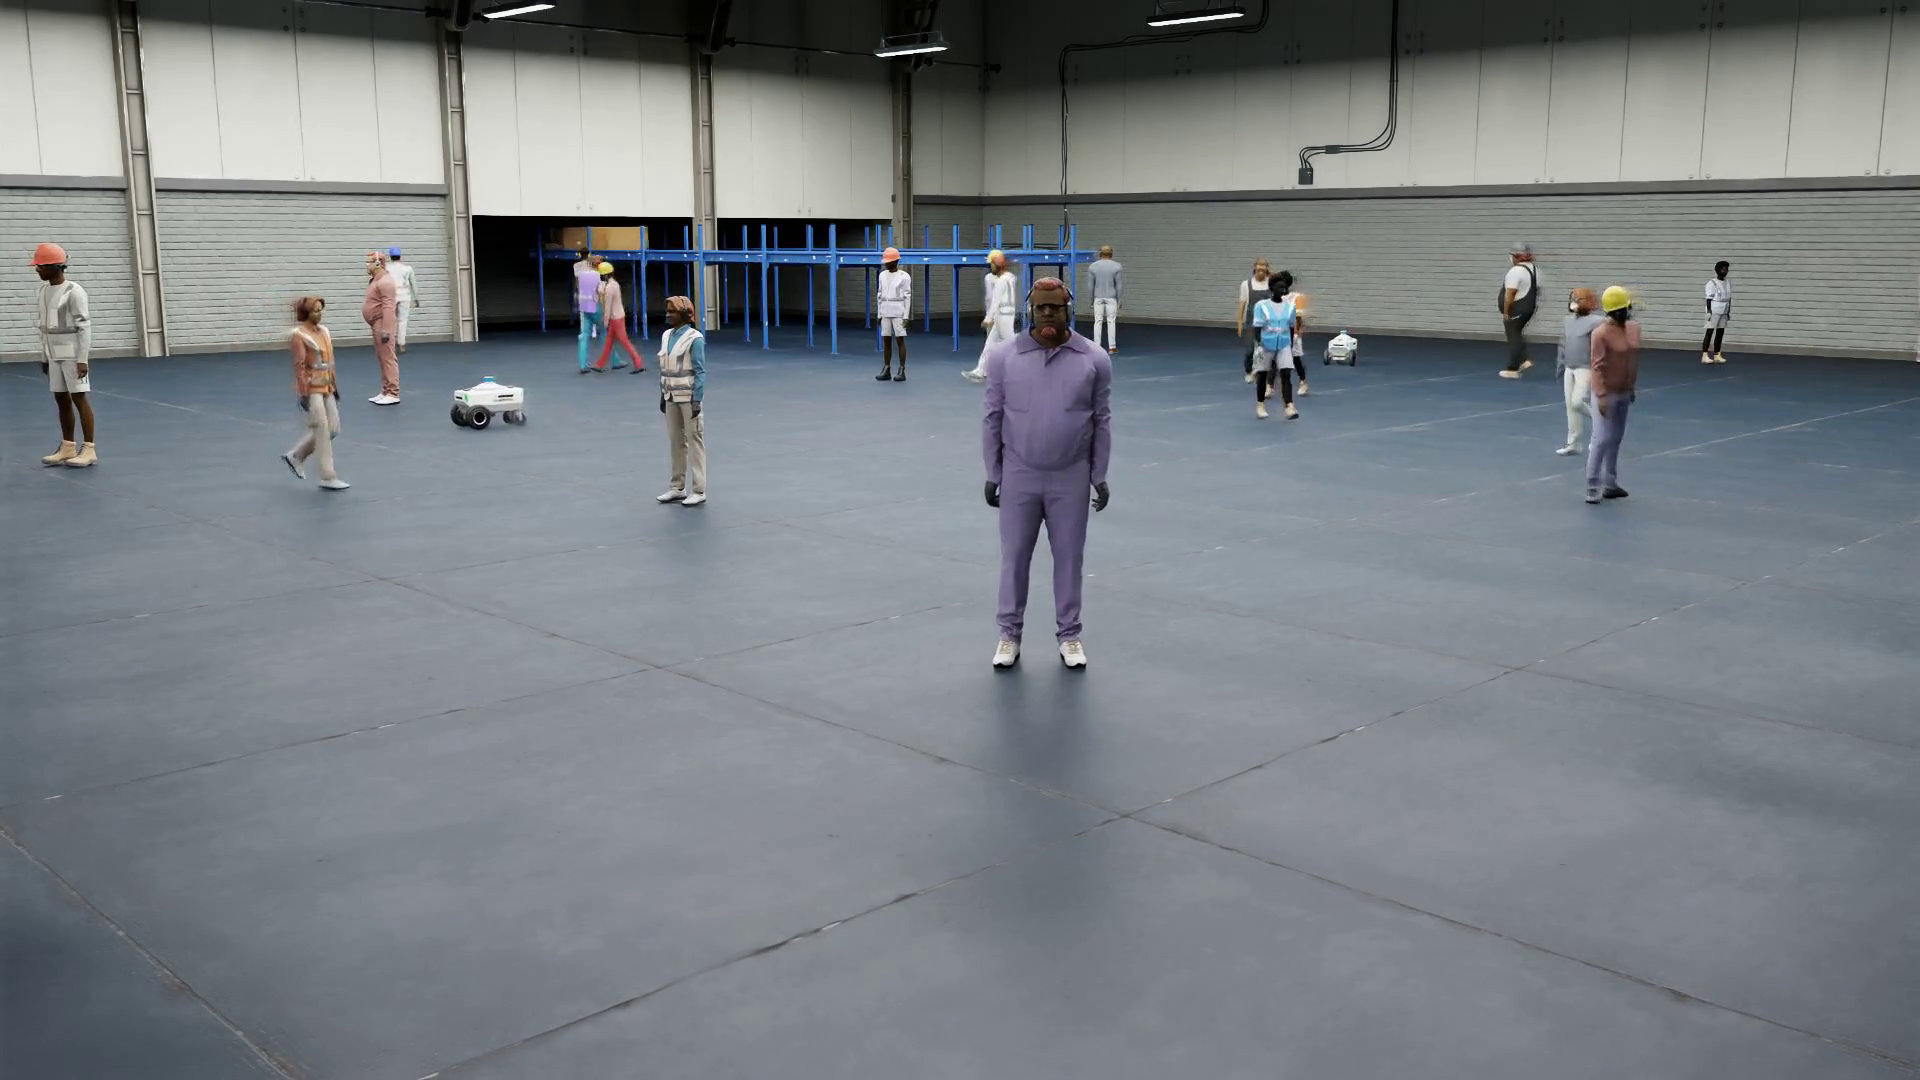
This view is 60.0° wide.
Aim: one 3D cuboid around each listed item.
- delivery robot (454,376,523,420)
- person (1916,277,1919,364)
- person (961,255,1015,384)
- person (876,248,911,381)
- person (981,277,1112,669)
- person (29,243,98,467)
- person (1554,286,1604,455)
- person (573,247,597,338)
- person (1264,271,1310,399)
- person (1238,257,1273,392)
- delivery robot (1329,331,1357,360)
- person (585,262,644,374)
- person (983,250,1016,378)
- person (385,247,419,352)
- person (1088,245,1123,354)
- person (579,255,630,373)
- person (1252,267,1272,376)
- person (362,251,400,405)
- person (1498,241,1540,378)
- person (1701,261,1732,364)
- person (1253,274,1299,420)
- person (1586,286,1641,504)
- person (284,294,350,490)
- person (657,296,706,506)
[{"bbox_3d":[-5.245,-1.580,18.545,0.707,0.478,0.477,-8,13,-38],"label":"delivery robot"},{"bbox_3d":[16.060,-3.841,27.338,0.403,1.906,0.651,-2,11,-9],"label":"person"},{"bbox_3d":[0.553,-3.107,23.557,1.040,1.824,0.593,1,10,5],"label":"person"},{"bbox_3d":[-0.988,-3.296,24.313,0.543,1.927,0.375,6,12,29],"label":"person"},{"bbox_3d":[0.421,-0.321,8.139,0.636,1.911,0.404,0,10,1],"label":"person"},{"bbox_3d":[-8.227,-1.690,15.248,0.609,2.040,0.394,5,12,27],"label":"person"},{"bbox_3d":[5.988,-1.633,16.078,0.381,1.625,0.500,-4,11,-22],"label":"person"},{"bbox_3d":[-7.751,-5.122,34.426,0.531,1.870,0.316,-6,12,-30],"label":"person"},{"bbox_3d":[4.290,-2.691,21.747,0.536,1.659,0.852,9,14,40],"label":"person"},{"bbox_3d":[4.082,-2.957,22.780,0.515,1.821,0.622,2,11,9],"label":"person"},{"bbox_3d":[6.311,-3.202,27.401,0.477,0.478,0.707,5,11,24],"label":"delivery robot"},{"bbox_3d":[-5.278,-3.381,25.401,0.929,1.693,0.578,0,10,-1],"label":"person"},{"bbox_3d":[0.628,-3.404,24.987,0.605,1.897,0.772,9,14,40],"label":"person"},{"bbox_3d":[-10.231,-4.385,30.365,0.622,1.895,1.019,-1,10,-4],"label":"person"},{"bbox_3d":[2.610,-4.305,29.782,0.636,1.939,0.365,3,11,16],"label":"person"},{"bbox_3d":[-5.602,-3.512,25.845,0.606,1.790,0.938,8,13,37],"label":"person"},{"bbox_3d":[4.565,-3.302,25.144,0.280,1.631,0.504,-9,14,-40],"label":"person"},{"bbox_3d":[-7.294,-2.665,20.922,0.403,1.911,0.637,-5,12,-28],"label":"person"},{"bbox_3d":[8.293,-3.426,24.826,0.704,2.000,0.536,-10,14,-43],"label":"person"},{"bbox_3d":[12.562,-3.775,27.573,0.530,1.689,0.321,-5,11,-24],"label":"person"},{"bbox_3d":[3.610,-2.198,19.028,0.540,1.654,0.855,-1,10,-7],"label":"person"},{"bbox_3d":[5.238,-1.157,13.215,0.693,1.718,0.353,-7,12,-33],"label":"person"},{"bbox_3d":[-5.412,-1.237,13.887,0.549,1.623,0.530,1,10,6],"label":"person"},{"bbox_3d":[-2.191,-1.102,13.132,0.514,1.641,0.309,10,14,42],"label":"person"}]
